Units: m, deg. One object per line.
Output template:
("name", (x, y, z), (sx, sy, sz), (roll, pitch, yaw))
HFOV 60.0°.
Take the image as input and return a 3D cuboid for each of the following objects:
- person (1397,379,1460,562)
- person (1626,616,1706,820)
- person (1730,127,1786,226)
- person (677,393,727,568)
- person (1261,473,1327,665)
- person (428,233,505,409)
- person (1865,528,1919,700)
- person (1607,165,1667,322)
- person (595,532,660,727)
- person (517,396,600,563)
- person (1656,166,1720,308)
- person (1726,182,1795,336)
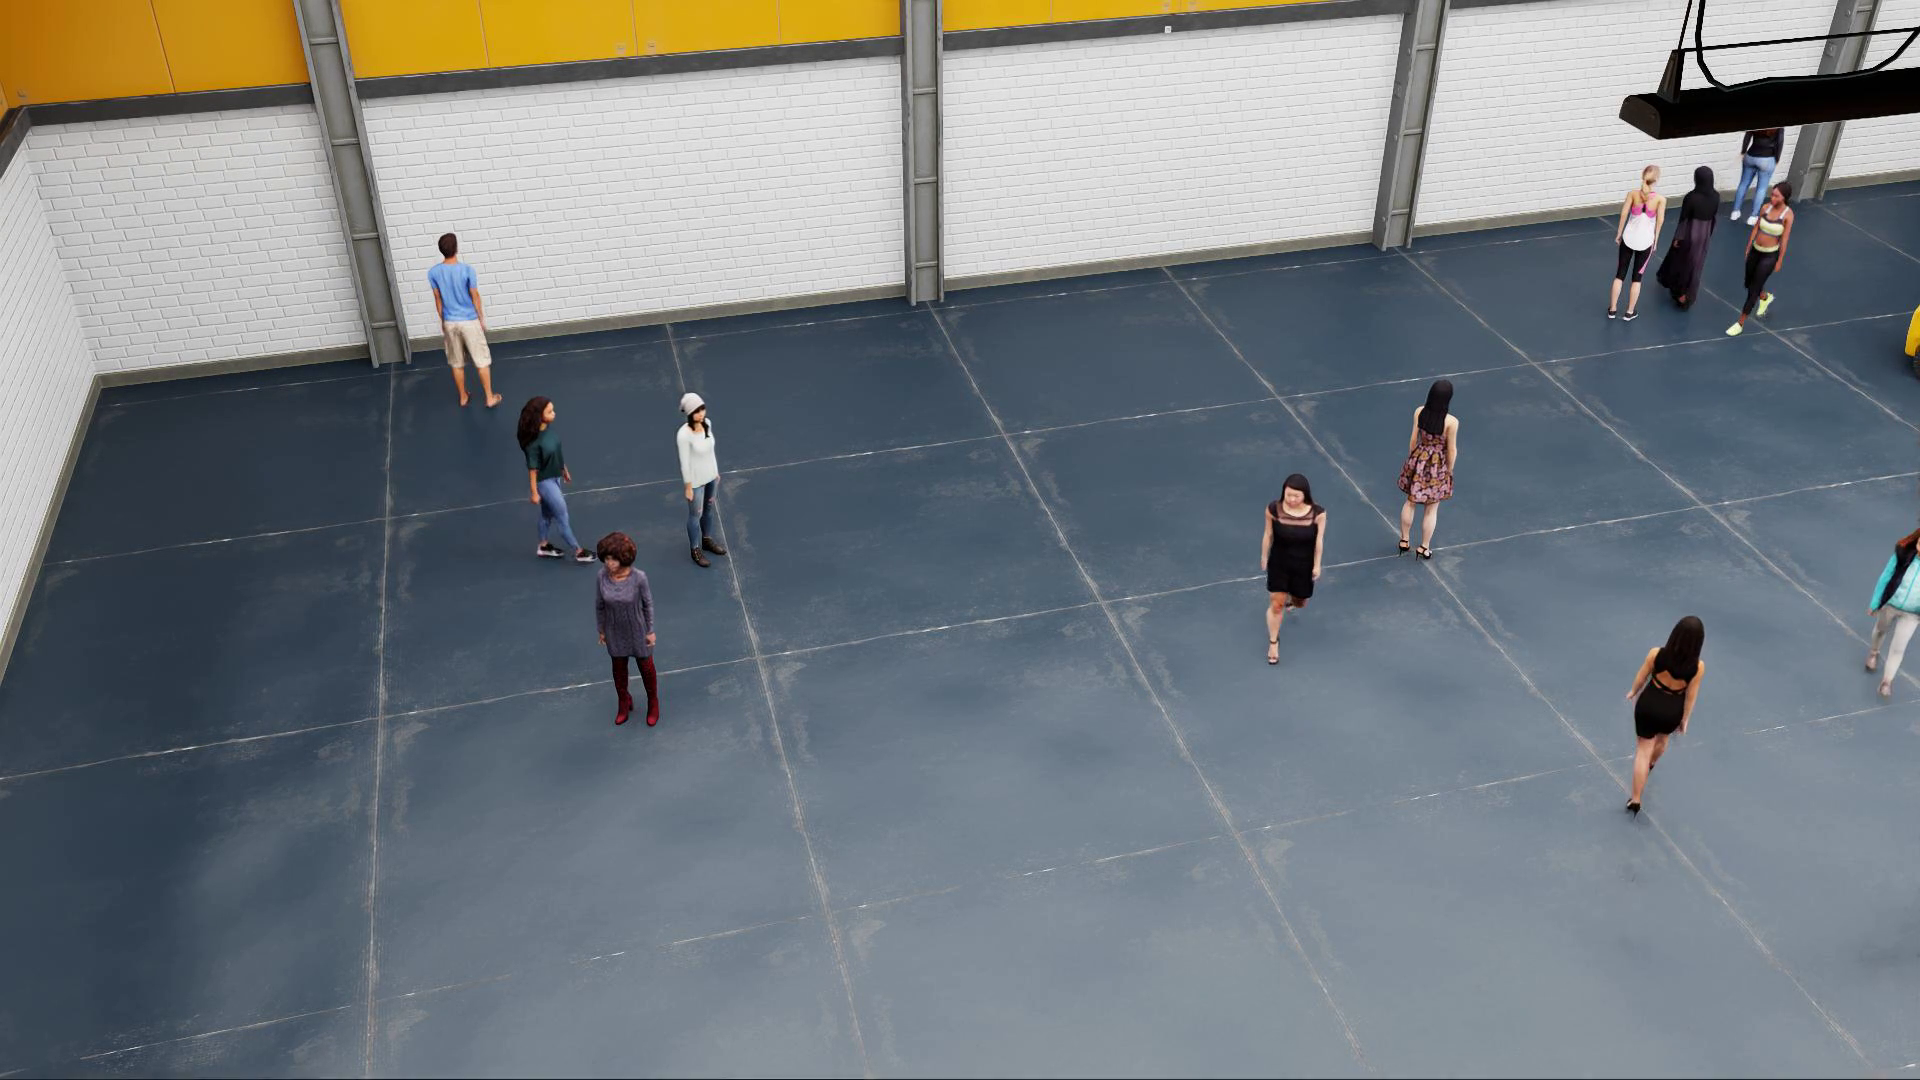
("person", (4.093, -0.610, 14.528), (0.803, 1.775, 0.851), (23, 40, 31))
("person", (4.957, 1.292, 11.808), (0.973, 1.617, 0.983), (13, 36, 18))
("person", (10.080, -4.800, 20.956), (0.726, 1.636, 0.731), (29, 43, 36))
("person", (-2.271, -0.552, 14.557), (0.692, 1.644, 0.626), (19, 38, 26))
("person", (2.677, 0.176, 13.411), (0.991, 1.701, 0.953), (7, 34, 10))
("person", (-5.055, -2.218, 16.863), (0.585, 1.867, 0.773), (0, 34, 0))
("person", (7.459, 0.477, 13.175), (0.967, 1.461, 1.007), (16, 37, 22))
("person", (7.562, -3.319, 18.593), (0.671, 1.786, 0.727), (18, 38, 25))
("person", (-2.521, 0.685, 12.637), (0.572, 1.710, 0.719), (4, 34, 6))
("person", (-3.681, -0.529, 14.563), (0.959, 1.601, 0.800), (5, 34, 8))
("person", (8.371, -3.434, 18.936), (1.070, 1.597, 0.857), (-1, 34, -1))
("person", (8.921, -3.129, 18.356), (1.113, 1.731, 0.801), (-20, 38, -27))
